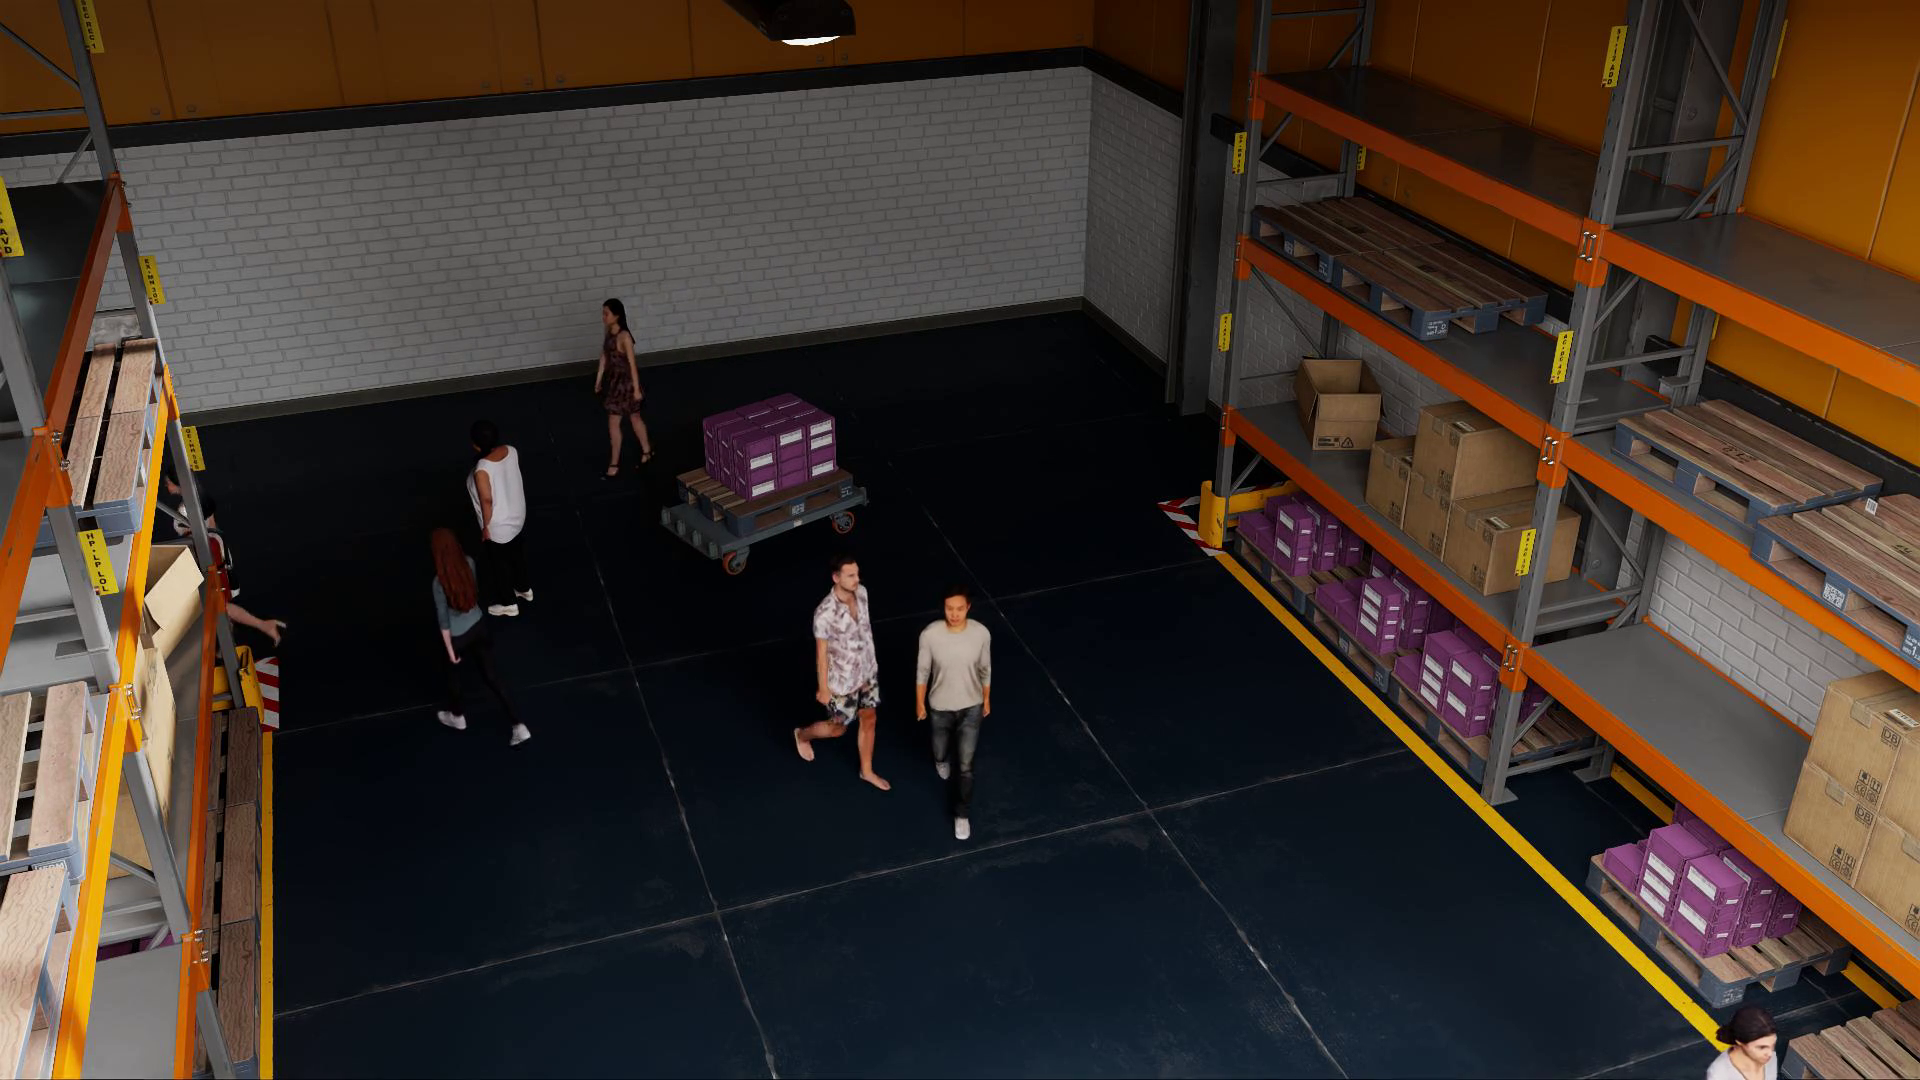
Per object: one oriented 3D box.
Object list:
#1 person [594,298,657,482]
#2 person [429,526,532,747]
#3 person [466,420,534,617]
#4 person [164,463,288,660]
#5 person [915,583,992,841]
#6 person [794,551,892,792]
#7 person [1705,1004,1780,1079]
[{"bbox_3d":[-3.075,-1.443,15.570,0.859,1.751,0.890,-19,34,-31],"label":"person"},{"bbox_3d":[-3.398,0.711,11.667,1.199,1.706,1.013,19,34,31],"label":"person"},{"bbox_3d":[-3.704,-0.194,13.346,0.822,1.687,0.752,10,30,18],"label":"person"},{"bbox_3d":[-5.589,0.218,12.514,0.888,1.760,0.961,1,29,2],"label":"person"},{"bbox_3d":[-0.044,1.035,10.986,0.832,1.790,1.110,-3,29,-5],"label":"person"},{"bbox_3d":[-0.831,0.864,11.294,1.128,1.795,0.984,20,35,33],"label":"person"},{"bbox_3d":[3.488,2.810,7.766,0.663,1.757,0.817,-14,32,-24],"label":"person"}]
